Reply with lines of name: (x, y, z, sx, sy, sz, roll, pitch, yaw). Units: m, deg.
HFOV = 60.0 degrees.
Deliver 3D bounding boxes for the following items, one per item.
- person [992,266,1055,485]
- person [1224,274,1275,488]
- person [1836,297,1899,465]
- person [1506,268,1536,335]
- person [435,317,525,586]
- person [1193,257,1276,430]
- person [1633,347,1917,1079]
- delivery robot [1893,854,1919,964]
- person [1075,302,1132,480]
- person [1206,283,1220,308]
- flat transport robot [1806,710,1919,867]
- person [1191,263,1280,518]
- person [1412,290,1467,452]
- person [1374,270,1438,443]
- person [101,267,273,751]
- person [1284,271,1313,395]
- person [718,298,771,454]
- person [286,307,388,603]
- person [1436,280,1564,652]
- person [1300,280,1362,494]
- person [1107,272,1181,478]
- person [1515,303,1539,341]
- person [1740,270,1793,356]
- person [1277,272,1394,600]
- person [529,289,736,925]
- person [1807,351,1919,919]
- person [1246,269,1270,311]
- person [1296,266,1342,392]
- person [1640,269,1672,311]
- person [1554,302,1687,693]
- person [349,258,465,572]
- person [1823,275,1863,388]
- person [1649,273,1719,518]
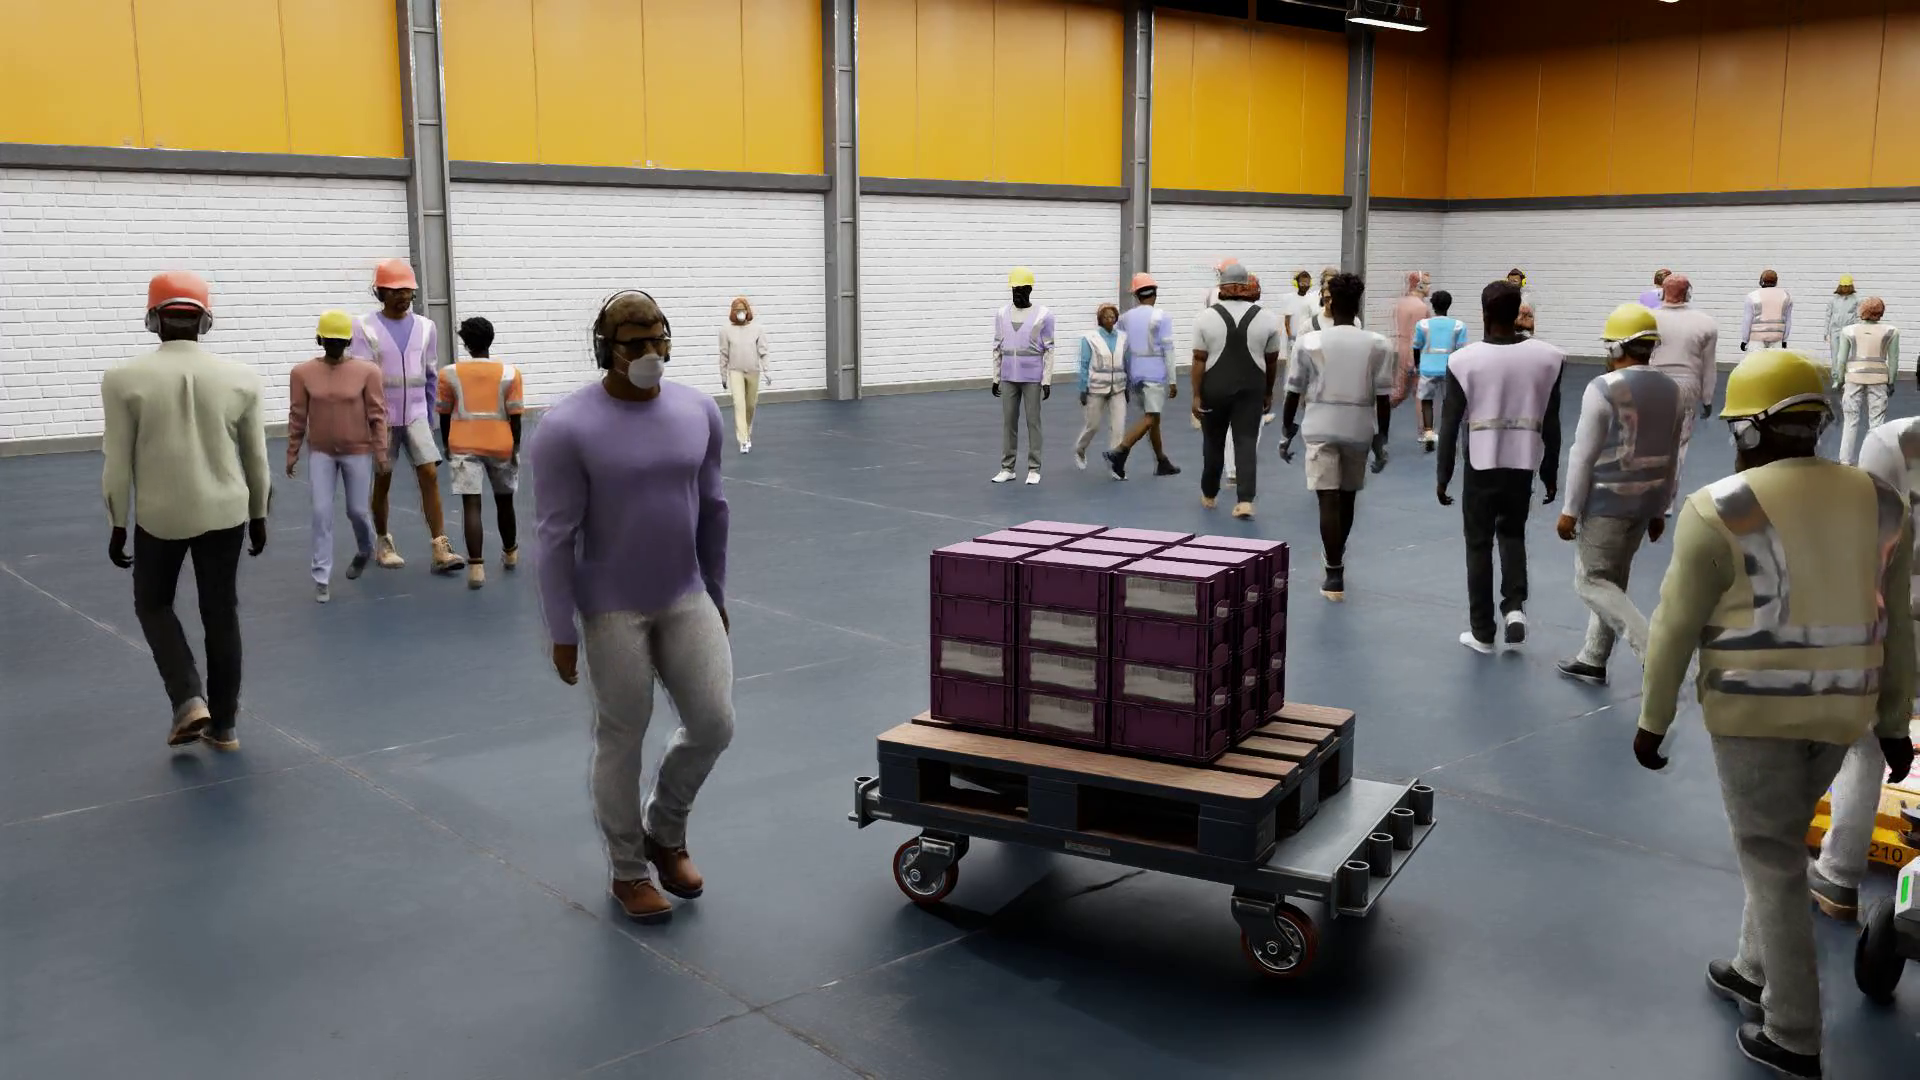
person: (0.549, -1.455, 14.785, 0.585, 1.929, 0.370, 5, 11, 26)
person: (2.457, -1.373, 14.464, 0.597, 1.869, 0.392, 4, 10, 22)
person: (8.578, -1.477, 15.754, 0.514, 1.641, 0.315, 5, 11, 29)
person: (6.750, -2.376, 20.348, 0.508, 1.872, 0.328, 6, 11, 32)
person: (-2.988, -0.565, 10.387, 0.526, 1.641, 0.841, -3, 10, -18)
person: (3.184, -2.256, 19.280, 1.003, 1.999, 0.614, -2, 10, -11)
person: (2.032, 0.417, 4.226, 0.615, 1.789, 0.756, -2, 10, -11)
delivery robot: (2.833, 0.936, 4.532, 0.707, 0.478, 0.477, -10, 14, -44)
person: (1.304, -1.372, 15.232, 0.516, 1.614, 0.705, -3, 10, -19)
person: (3.593, -2.702, 22.190, 0.427, 1.891, 0.675, -8, 12, -38)
flat transport robot: (3.459, 0.875, 5.989, 1.431, 0.197, 0.652, -9, 13, -43)
person: (2.147, -1.210, 13.021, 0.692, 2.000, 1.003, 0, 10, 2)
person: (4.931, -1.733, 17.137, 0.546, 1.678, 0.523, 2, 10, 10)
person: (4.857, -1.980, 18.022, 0.903, 1.878, 0.651, 0, 10, -1)
person: (-3.124, -0.108, 6.750, 0.647, 1.975, 0.438, -7, 12, -37)
person: (4.504, -2.623, 21.948, 0.488, 1.819, 0.965, -1, 10, -6)
person: (-2.256, -1.727, 17.348, 0.509, 1.599, 0.823, -3, 10, -17)
person: (-3.712, -0.528, 9.956, 0.580, 1.735, 0.662, -2, 10, -12)
person: (2.737, -0.367, 8.491, 0.615, 1.901, 0.456, 0, 10, -2)
person: (3.165, -1.315, 14.263, 0.527, 1.827, 0.592, 1, 10, 4)
person: (1.664, -1.493, 15.158, 0.895, 1.885, 0.583, -9, 13, -41)
person: (4.864, -1.289, 14.727, 0.579, 1.614, 0.504, -4, 11, -24)
person: (10.712, -2.670, 22.153, 0.623, 1.844, 0.430, 1, 10, 5)
person: (2.260, -0.647, 10.070, 0.630, 1.911, 0.984, 0, 10, 1)
person: (-0.949, 0.217, 5.003, 0.661, 1.920, 0.450, -8, 12, -38)
person: (2.806, 0.273, 4.874, 0.619, 1.849, 0.835, 0, 10, 2)
person: (2.828, -1.796, 16.910, 0.589, 1.899, 0.810, 4, 10, 22)
person: (4.077, -2.099, 18.598, 0.660, 1.916, 0.664, 1, 10, 8)
person: (9.568, -2.784, 22.807, 0.389, 1.846, 0.567, -8, 12, -37)
person: (3.055, -0.172, 7.608, 0.597, 1.814, 0.726, -6, 11, -30)
person: (-3.525, -0.769, 10.556, 0.619, 1.998, 0.969, -8, 13, -40)
person: (13.455, -3.168, 25.395, 0.506, 1.718, 0.712, 7, 12, 35)
person: (5.503, -1.115, 12.894, 0.656, 1.889, 0.443, 4, 10, 22)
